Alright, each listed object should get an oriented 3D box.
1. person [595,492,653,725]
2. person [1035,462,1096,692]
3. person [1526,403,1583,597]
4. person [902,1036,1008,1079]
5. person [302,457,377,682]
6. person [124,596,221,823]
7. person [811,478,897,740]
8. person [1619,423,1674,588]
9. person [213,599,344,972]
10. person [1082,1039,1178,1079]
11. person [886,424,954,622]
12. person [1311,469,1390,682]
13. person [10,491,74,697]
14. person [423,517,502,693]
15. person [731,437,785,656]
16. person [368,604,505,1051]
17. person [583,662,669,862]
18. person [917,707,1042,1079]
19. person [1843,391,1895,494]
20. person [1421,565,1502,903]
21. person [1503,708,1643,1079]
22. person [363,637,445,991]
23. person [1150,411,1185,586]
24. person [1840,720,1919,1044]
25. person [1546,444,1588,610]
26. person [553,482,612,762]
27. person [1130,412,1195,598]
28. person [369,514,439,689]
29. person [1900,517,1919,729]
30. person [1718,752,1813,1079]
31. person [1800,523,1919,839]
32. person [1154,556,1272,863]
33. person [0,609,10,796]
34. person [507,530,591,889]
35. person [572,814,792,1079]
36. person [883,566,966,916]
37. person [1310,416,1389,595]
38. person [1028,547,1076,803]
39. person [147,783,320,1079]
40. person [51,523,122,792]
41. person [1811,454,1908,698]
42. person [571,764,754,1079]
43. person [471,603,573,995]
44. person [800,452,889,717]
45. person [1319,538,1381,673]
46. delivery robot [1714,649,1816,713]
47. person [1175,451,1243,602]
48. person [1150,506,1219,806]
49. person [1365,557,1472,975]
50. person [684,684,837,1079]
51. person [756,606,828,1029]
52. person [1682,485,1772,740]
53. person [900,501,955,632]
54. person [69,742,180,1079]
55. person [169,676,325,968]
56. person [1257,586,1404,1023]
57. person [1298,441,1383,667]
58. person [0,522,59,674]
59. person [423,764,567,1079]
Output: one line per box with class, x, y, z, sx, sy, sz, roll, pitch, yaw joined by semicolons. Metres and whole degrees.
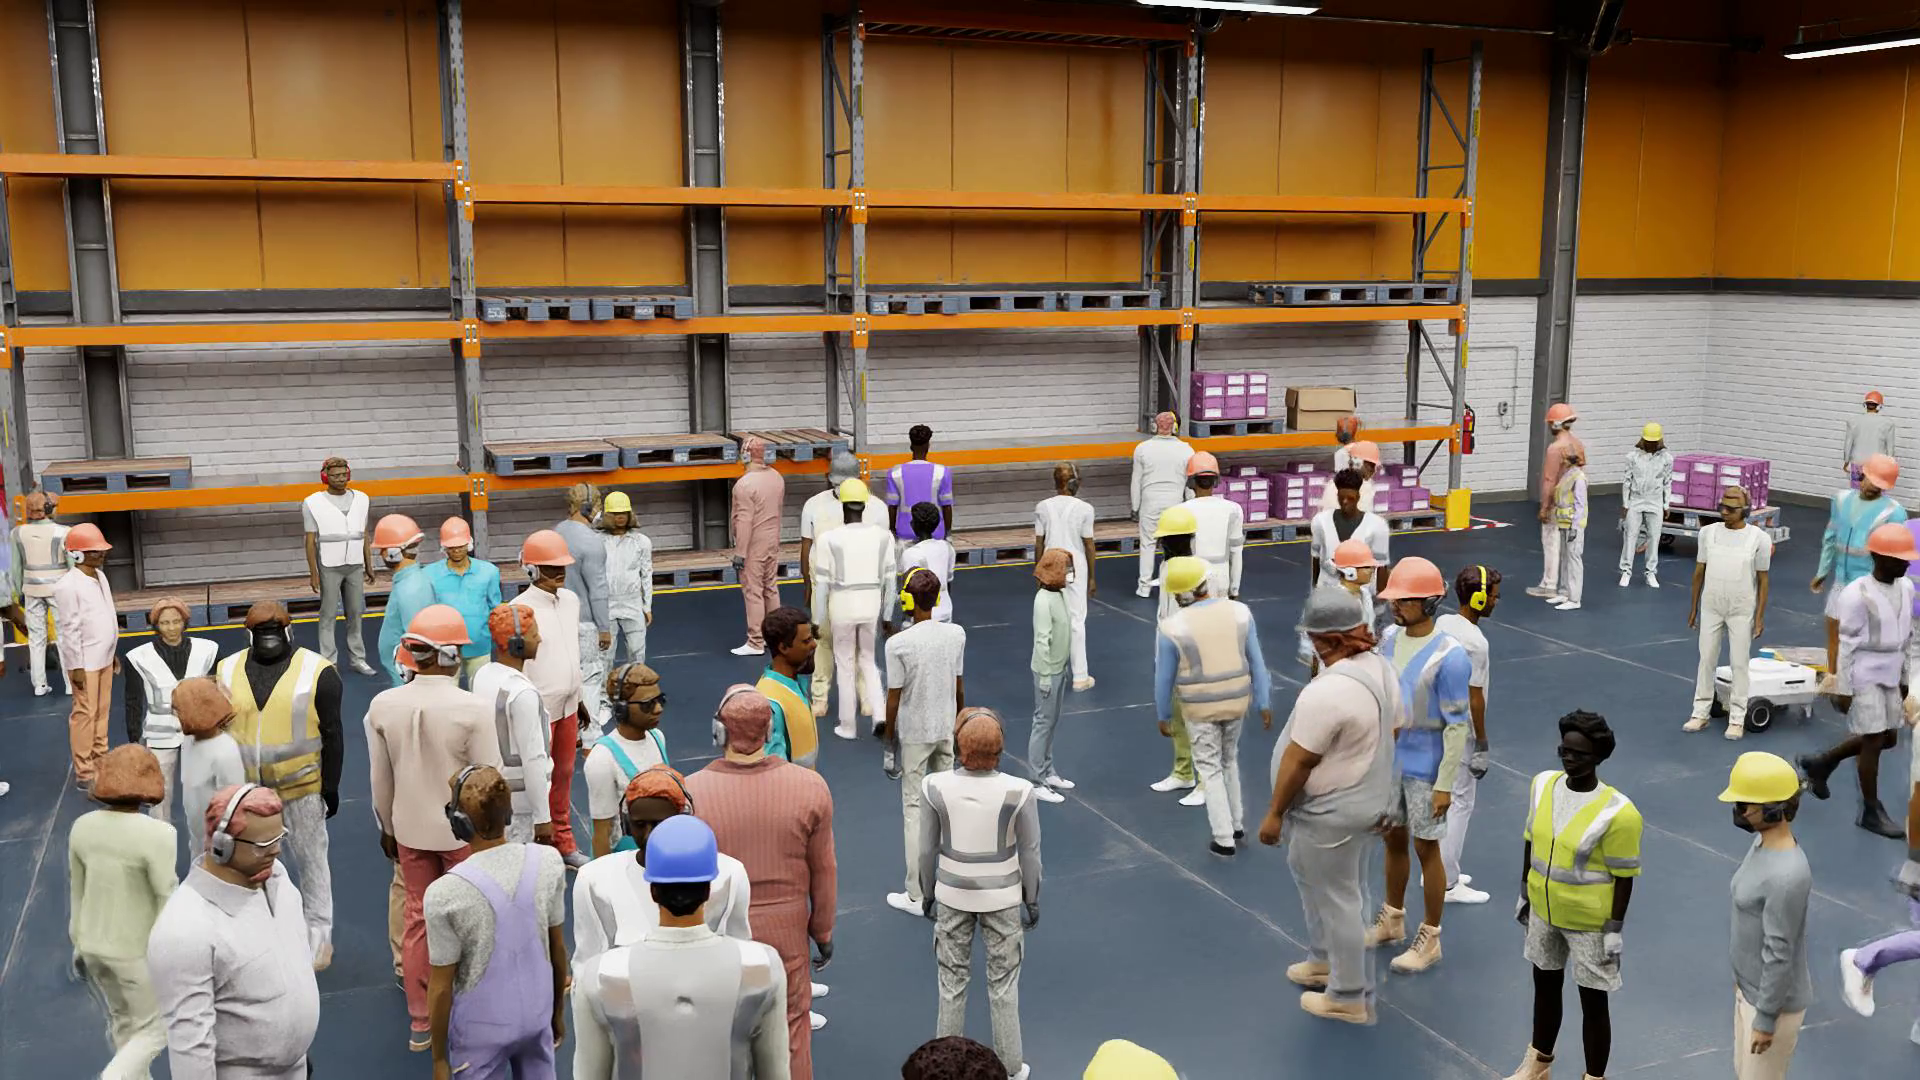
person;-2.523;0.505;12.354;0.488;1.746;0.284;-2;10;-12
person;0.845;0.295;13.295;0.506;1.841;0.344;4;11;23
person;6.058;-0.387;16.818;0.624;1.984;0.497;-10;14;-44
person;0.017;1.954;3.510;0.392;1.920;0.593;1;10;5
person;-5.083;0.232;13.636;0.387;1.846;0.566;8;13;39
person;-4.302;1.111;9.165;0.521;1.639;0.311;-8;12;-37
person;-0.755;0.512;11.852;0.605;1.915;0.458;-5;11;-27
person;7.175;-0.363;17.384;0.484;1.735;0.309;2;10;14
person;-3.321;1.195;8.093;0.626;1.847;0.429;0;10;-2
person;0.484;1.998;3.631;0.835;1.801;0.589;9;13;42
person;-0.357;-0.064;14.994;0.605;1.966;0.373;1;10;6
person;2.881;0.411;12.454;0.621;1.899;1.007;5;11;26
person;-7.175;0.429;13.105;0.523;1.636;0.310;0;10;-3
person;-3.341;0.707;11.166;0.575;1.749;0.336;-4;11;-23
person;-1.791;0.053;14.493;0.408;1.906;0.652;4;11;24
person;-2.247;1.267;7.272;0.608;1.986;0.391;2;10;12
person;-1.343;1.404;6.884;0.351;1.846;0.506;3;10;19
person;0.081;1.499;6.914;0.522;1.645;0.306;2;10;10
person;11.532;-1.018;21.112;0.573;1.747;0.340;6;12;32
person;2.709;1.043;8.955;0.351;1.856;0.519;-2;10;-11
person;2.470;1.506;6.716;0.321;1.699;0.529;-6;11;-30
person;-2.535;1.273;7.904;0.330;1.750;0.573;5;11;27
person;2.188;-0.408;17.254;0.319;1.870;0.521;-4;11;-24
person;4.247;1.339;7.260;0.528;1.847;0.570;-4;11;-23
person;5.994;-0.132;16.330;0.311;1.639;0.514;1;10;6
person;-2.593;0.560;11.495;0.358;1.933;0.636;-8;13;-40
person;2.050;-0.347;16.843;0.658;1.894;0.400;0;10;-2
person;-3.226;0.832;9.764;0.387;1.987;0.625;-3;10;-15
person;7.047;0.505;12.131;0.656;1.818;0.642;-6;11;-29
person;2.844;1.615;5.940;0.342;1.754;0.535;3;10;18
person;5.495;0.811;10.107;0.560;1.913;0.684;-4;11;-24
person;1.432;0.961;9.641;0.662;1.771;0.575;-3;10;-18
person;-6.378;0.739;10.513;0.600;1.915;0.376;-4;11;-22
person;-2.268;0.926;9.209;0.382;1.995;0.612;4;11;21
person;-0.782;1.735;4.743;0.623;1.932;0.421;-3;10;-16
person;-0.190;1.061;8.839;0.500;1.862;0.327;-6;12;-32
person;4.037;-0.344;16.982;0.960;1.847;0.576;9;13;42
person;0.596;0.850;10.690;0.265;1.632;0.507;3;10;17
person;-2.191;1.674;5.175;0.402;1.899;0.652;1;10;4
person;-5.659;0.756;10.877;0.327;1.753;0.561;-1;10;-4
person;6.891;0.310;12.805;0.396;1.995;0.757;-3;10;-18
person;-0.958;1.643;5.396;0.584;1.882;0.345;-1;10;-7
person;-2.079;1.223;7.819;0.342;1.882;0.587;-8;13;-38
person;-0.863;0.329;12.516;0.674;2.000;0.535;-1;10;-4
person;2.405;0.855;10.301;0.318;1.755;0.566;7;12;37
delivery robot;5.979;1.053;12.356;0.707;0.478;0.477;-3;10;-16
person;1.788;0.357;12.355;0.614;2.039;0.394;-3;10;-17
person;1.420;0.733;10.575;0.432;1.915;0.591;-4;11;-24
person;2.195;1.089;8.131;0.377;2.044;0.608;-5;11;-25
person;-0.790;1.479;6.282;0.651;1.906;0.409;-2;10;-14
person;-0.804;1.245;7.584;0.392;1.922;0.587;0;10;-1
person;5.535;0.517;12.001;0.515;1.843;0.333;9;13;41
person;-0.240;0.561;12.169;0.320;1.695;0.537;8;12;38
person;-3.264;1.609;6.372;0.514;1.606;0.632;3;10;18
person;-3.322;1.390;7.654;0.506;1.617;0.587;10;14;44
person;1.655;1.179;7.619;0.629;2.000;0.683;6;12;32
person;3.276;0.137;13.953;0.626;1.938;0.791;-7;12;-33
person;-8.025;0.223;13.662;1.034;1.866;0.567;-5;11;-27
person;-1.536;1.641;5.557;0.509;1.838;0.335;-9;13;-43
